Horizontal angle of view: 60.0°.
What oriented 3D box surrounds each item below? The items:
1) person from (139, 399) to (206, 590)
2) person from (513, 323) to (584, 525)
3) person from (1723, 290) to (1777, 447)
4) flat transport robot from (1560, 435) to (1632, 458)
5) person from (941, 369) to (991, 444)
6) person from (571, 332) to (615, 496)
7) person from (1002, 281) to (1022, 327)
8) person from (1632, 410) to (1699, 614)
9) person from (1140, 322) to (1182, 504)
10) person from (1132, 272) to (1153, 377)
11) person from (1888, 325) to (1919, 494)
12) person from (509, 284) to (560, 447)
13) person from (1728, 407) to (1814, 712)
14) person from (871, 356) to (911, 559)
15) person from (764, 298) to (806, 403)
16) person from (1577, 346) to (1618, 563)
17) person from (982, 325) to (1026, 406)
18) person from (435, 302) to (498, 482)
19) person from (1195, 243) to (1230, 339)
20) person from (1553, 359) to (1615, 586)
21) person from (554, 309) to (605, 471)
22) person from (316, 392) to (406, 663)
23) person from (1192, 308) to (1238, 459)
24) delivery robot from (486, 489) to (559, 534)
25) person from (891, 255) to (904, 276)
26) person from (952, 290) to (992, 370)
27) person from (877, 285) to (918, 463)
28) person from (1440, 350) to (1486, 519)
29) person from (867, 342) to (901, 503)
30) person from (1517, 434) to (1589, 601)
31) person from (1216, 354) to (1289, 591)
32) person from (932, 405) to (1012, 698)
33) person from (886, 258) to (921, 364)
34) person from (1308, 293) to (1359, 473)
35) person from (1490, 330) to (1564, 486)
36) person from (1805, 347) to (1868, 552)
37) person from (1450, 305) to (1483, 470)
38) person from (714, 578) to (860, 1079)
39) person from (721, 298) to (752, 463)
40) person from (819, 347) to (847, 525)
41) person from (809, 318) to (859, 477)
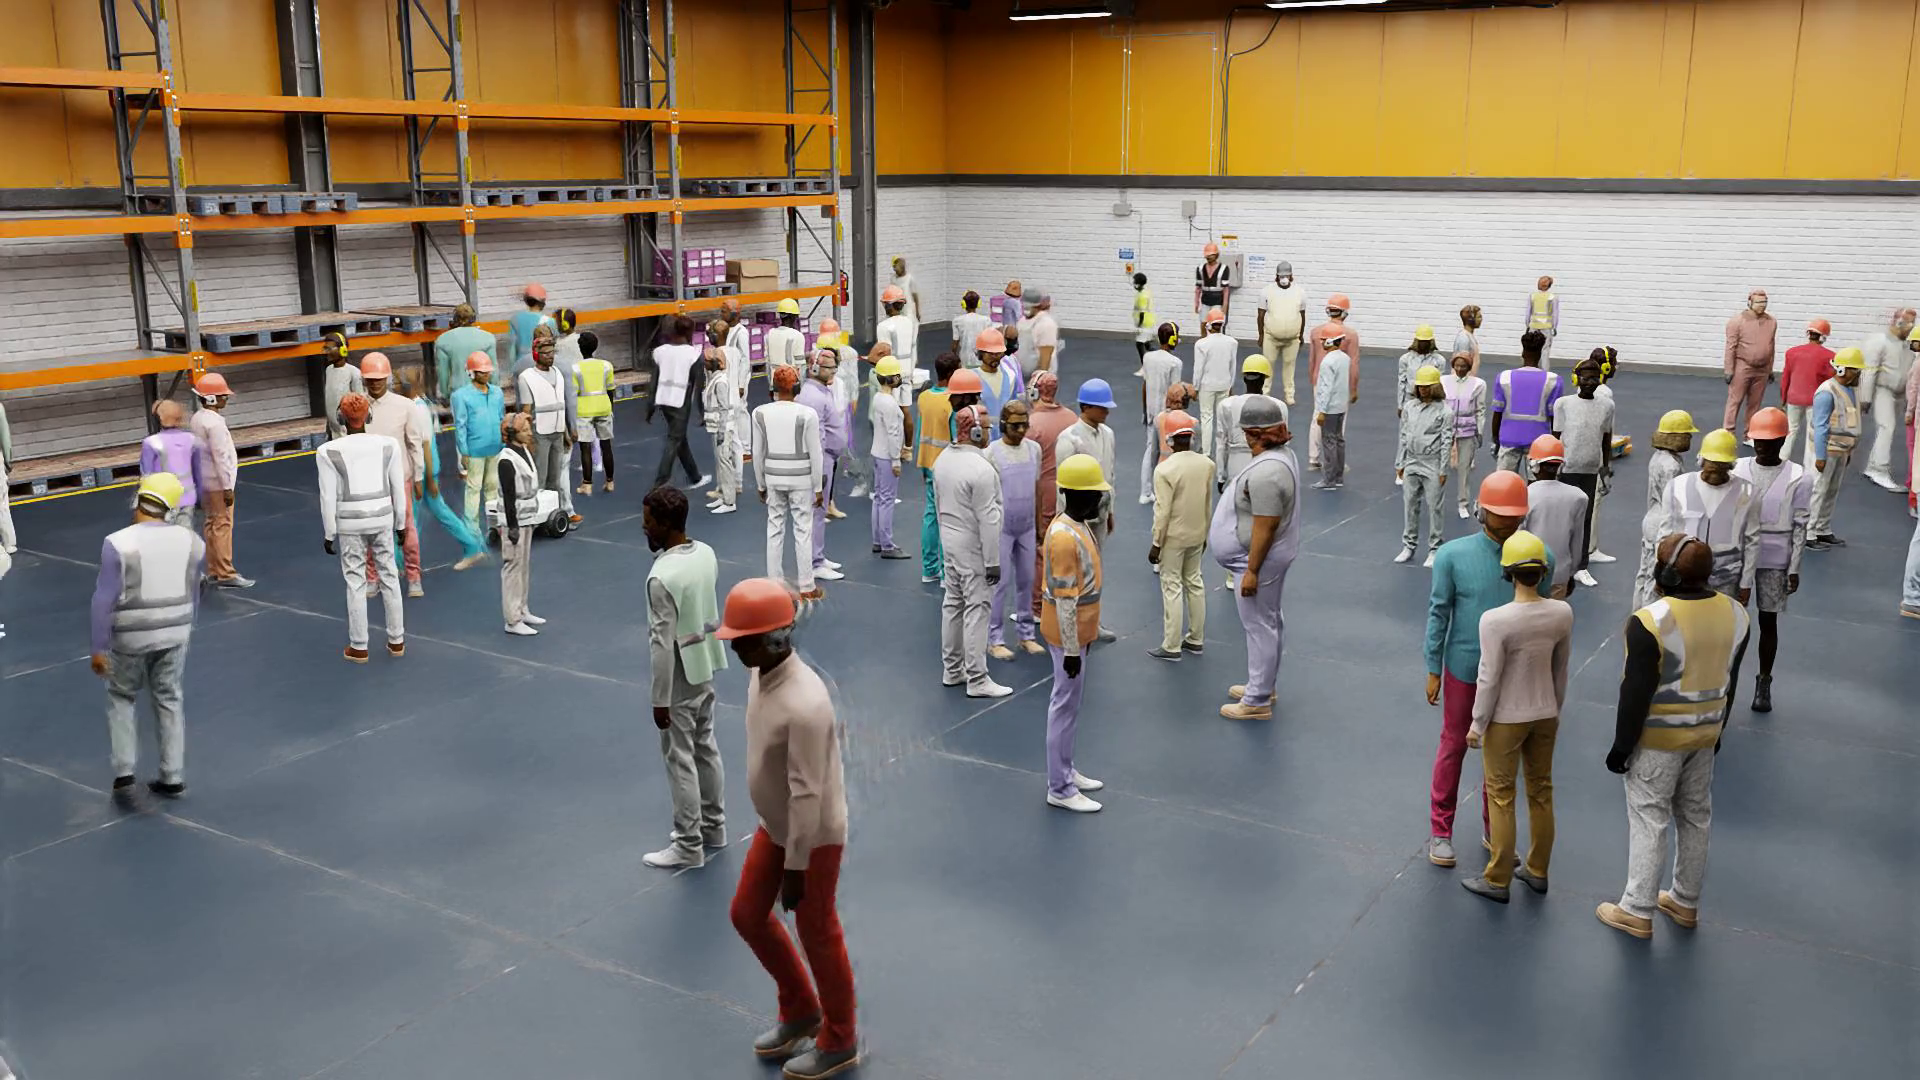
[{"bbox_3d":[-6.125,-0.289,12.967,0.580,1.619,0.538,6,14,26],"label":"person"},{"bbox_3d":[-3.888,-1.082,15.726,0.628,1.940,0.373,4,13,15],"label":"person"},{"bbox_3d":[9.486,-2.039,19.943,0.655,1.906,0.407,-2,13,-10],"label":"person"},{"bbox_3d":[7.290,-1.068,19.317,0.652,0.197,1.431,9,16,34],"label":"flat transport robot"},{"bbox_3d":[0.049,-0.304,12.351,0.372,1.935,0.551,-1,13,-5],"label":"person"},{"bbox_3d":[-3.814,-1.304,17.212,0.531,1.698,0.320,-9,16,-35],"label":"person"},{"bbox_3d":[0.808,-3.102,25.152,0.265,1.632,0.508,-6,14,-26],"label":"person"},{"bbox_3d":[4.945,-0.047,11.659,0.296,1.745,0.484,2,13,9],"label":"person"},{"bbox_3d":[2.027,-1.247,16.632,0.344,1.856,0.526,-11,17,-40],"label":"person"},{"bbox_3d":[2.979,-3.434,26.521,0.526,1.662,0.596,1,13,4],"label":"person"},{"bbox_3d":[9.942,-1.357,17.312,0.340,1.761,0.526,11,17,39],"label":"person"},{"bbox_3d":[-5.003,-2.043,19.797,0.632,1.981,1.058,5,14,20],"label":"person"},{"bbox_3d":[5.029,0.121,10.509,0.550,1.936,0.357,9,16,33],"label":"person"},{"bbox_3d":[-0.619,-0.722,14.534,0.308,1.772,0.523,-4,14,-17],"label":"person"},{"bbox_3d":[-1.925,-1.737,18.616,0.585,1.918,0.393,11,17,39],"label":"person"},{"bbox_3d":[5.502,-0.740,14.390,0.328,1.872,0.513,-2,13,-10],"label":"person"},{"bbox_3d":[0.439,-1.223,16.568,0.430,1.836,0.626,5,14,21],"label":"person"},{"bbox_3d":[-5.287,-1.586,17.908,0.629,1.940,0.376,-4,13,-15],"label":"person"},{"bbox_3d":[4.296,-4.053,28.425,0.609,2.033,0.417,8,15,30],"label":"person"},{"bbox_3d":[5.053,-0.546,13.552,0.520,1.871,0.326,0,13,-1],"label":"person"},{"bbox_3d":[-4.397,-1.664,18.538,0.793,1.833,0.514,6,14,25],"label":"person"},{"bbox_3d":[-4.124,-0.084,11.521,0.576,1.882,0.355,-9,16,-34],"label":"person"},{"bbox_3d":[2.924,-1.792,19.206,0.559,1.752,0.325,-6,14,-23],"label":"person"},{"bbox_3d":[-3.981,-0.295,15.134,0.477,0.478,0.707,6,14,24],"label":"delivery robot"},{"bbox_3d":[-1.069,-4.164,29.494,0.339,1.761,0.524,-8,15,-31],"label":"person"},{"bbox_3d":[0.144,-2.140,20.489,0.511,1.862,0.325,-1,13,-6],"label":"person"},{"bbox_3d":[-0.745,-1.854,18.843,0.378,2.044,0.608,10,16,37],"label":"person"},{"bbox_3d":[4.818,-1.027,16.139,0.514,1.640,0.310,4,14,16],"label":"person"},{"bbox_3d":[-0.787,-1.187,16.847,0.284,1.633,0.500,-4,14,-17],"label":"person"},{"bbox_3d":[3.674,0.197,10.579,0.571,1.751,0.329,-3,13,-13],"label":"person"},{"bbox_3d":[2.346,-0.528,13.367,0.585,1.918,0.381,5,14,21],"label":"person"},{"bbox_3d":[0.088,0.071,10.794,0.407,1.908,0.641,-8,15,-30],"label":"person"},{"bbox_3d":[-0.993,-3.778,27.707,0.517,1.799,0.914,9,16,34],"label":"person"},{"bbox_3d":[4.155,-1.737,18.457,0.617,1.987,0.403,12,18,42],"label":"person"},{"bbox_3d":[5.027,-0.881,14.805,0.604,1.959,0.376,6,14,24],"label":"person"},{"bbox_3d":[7.781,-0.809,14.805,0.591,1.824,0.405,-10,17,-38],"label":"person"},{"bbox_3d":[5.674,-1.713,18.663,0.333,1.845,0.515,4,14,17],"label":"person"},{"bbox_3d":[-0.636,1.089,6.238,0.528,1.963,0.666,-6,14,-24],"label":"person"},{"bbox_3d":[-2.576,-1.813,19.013,0.355,1.884,0.573,-6,14,-26],"label":"person"},{"bbox_3d":[-1.272,-1.003,15.908,0.320,1.695,0.537,7,15,29],"label":"person"},{"bbox_3d":[-1.390,-1.564,18.249,0.578,1.738,0.354,3,13,15],"label":"person"}]
